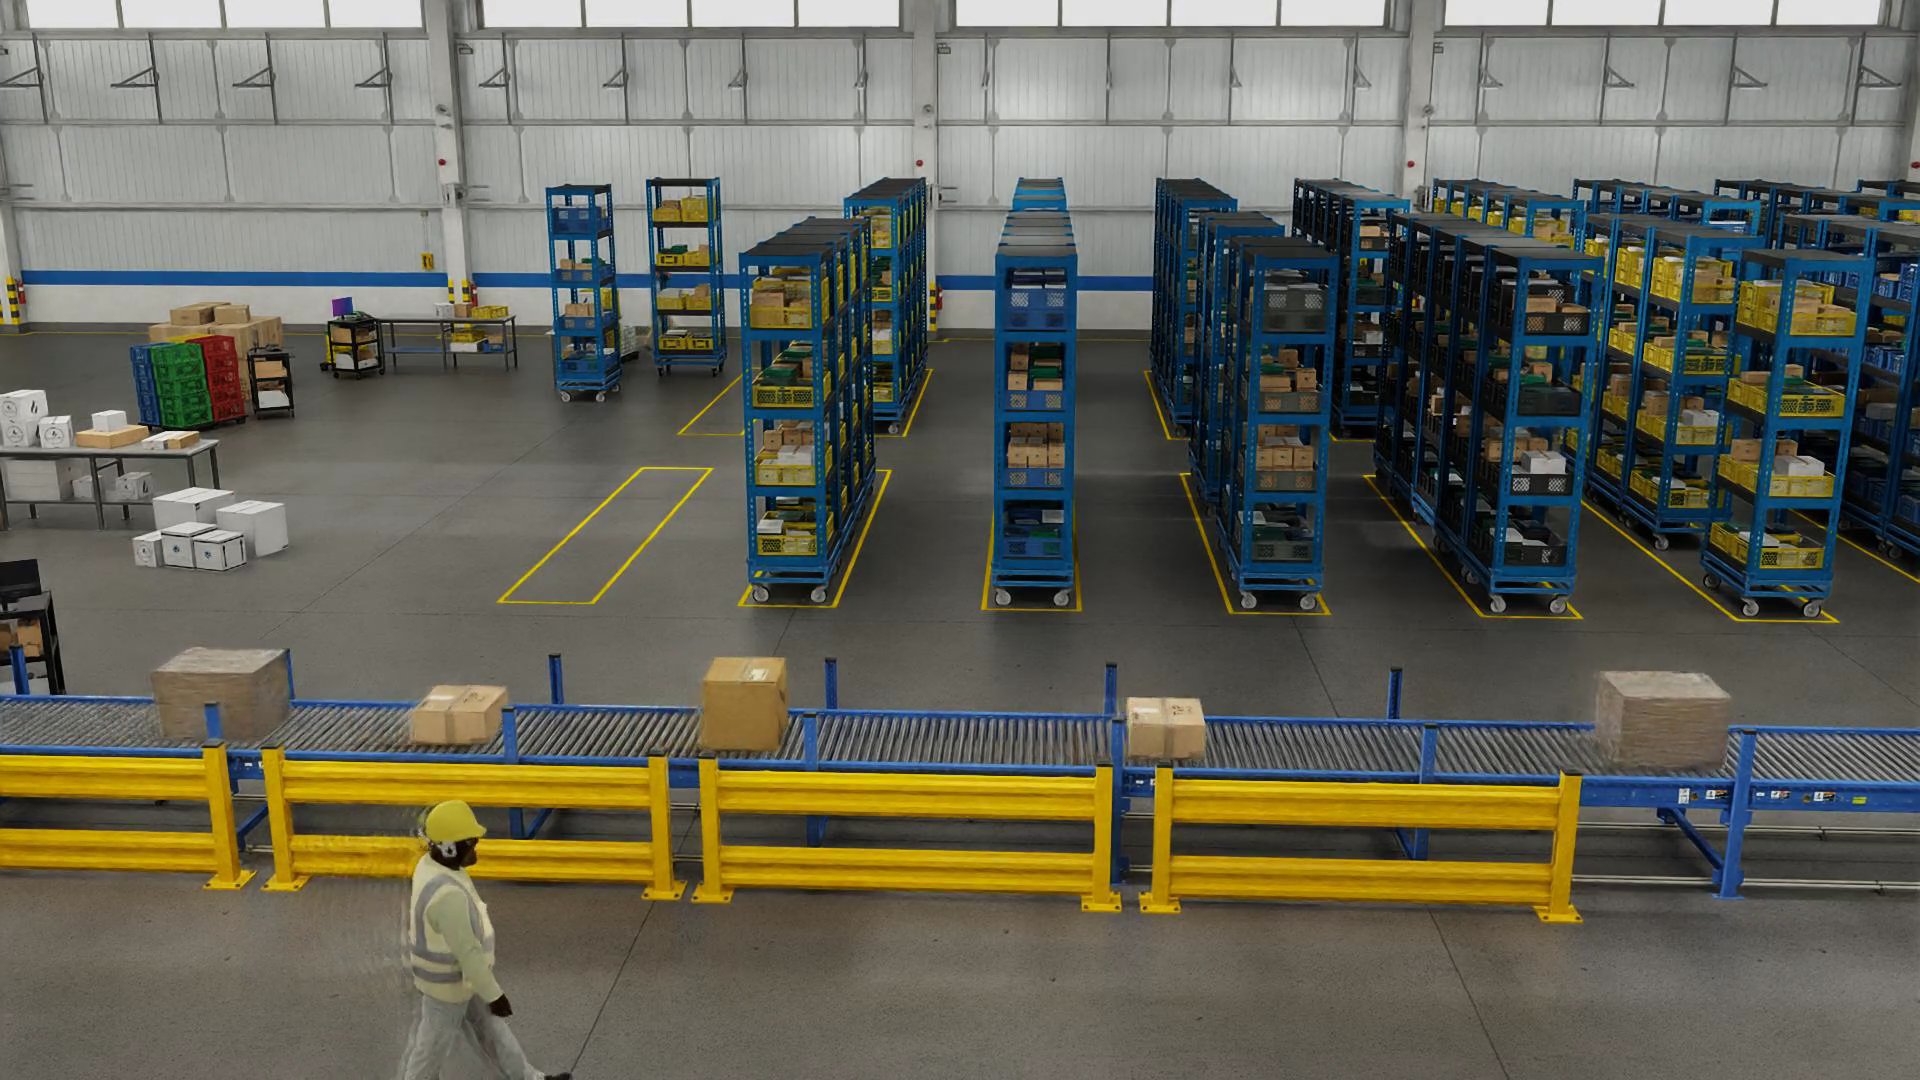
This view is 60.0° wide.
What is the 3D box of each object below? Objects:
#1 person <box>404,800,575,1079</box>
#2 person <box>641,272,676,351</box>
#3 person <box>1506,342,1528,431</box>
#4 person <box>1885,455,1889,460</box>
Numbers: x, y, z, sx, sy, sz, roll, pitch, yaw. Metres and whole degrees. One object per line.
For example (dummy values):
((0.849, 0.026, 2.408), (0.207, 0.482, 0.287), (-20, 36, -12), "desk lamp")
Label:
((-2.436, 2.133, 8.233), (0.945, 1.780, 0.609), (-5, 16, -17), "person")
((-6.044, -4.671, 33.643), (0.880, 1.706, 0.570), (0, 15, 0), "person")
((7.157, -1.595, 21.627), (0.613, 2.023, 0.597), (0, 15, -2), "person")
((13.518, -1.929, 23.045), (1.054, 1.933, 0.660), (5, 16, 18), "person")
